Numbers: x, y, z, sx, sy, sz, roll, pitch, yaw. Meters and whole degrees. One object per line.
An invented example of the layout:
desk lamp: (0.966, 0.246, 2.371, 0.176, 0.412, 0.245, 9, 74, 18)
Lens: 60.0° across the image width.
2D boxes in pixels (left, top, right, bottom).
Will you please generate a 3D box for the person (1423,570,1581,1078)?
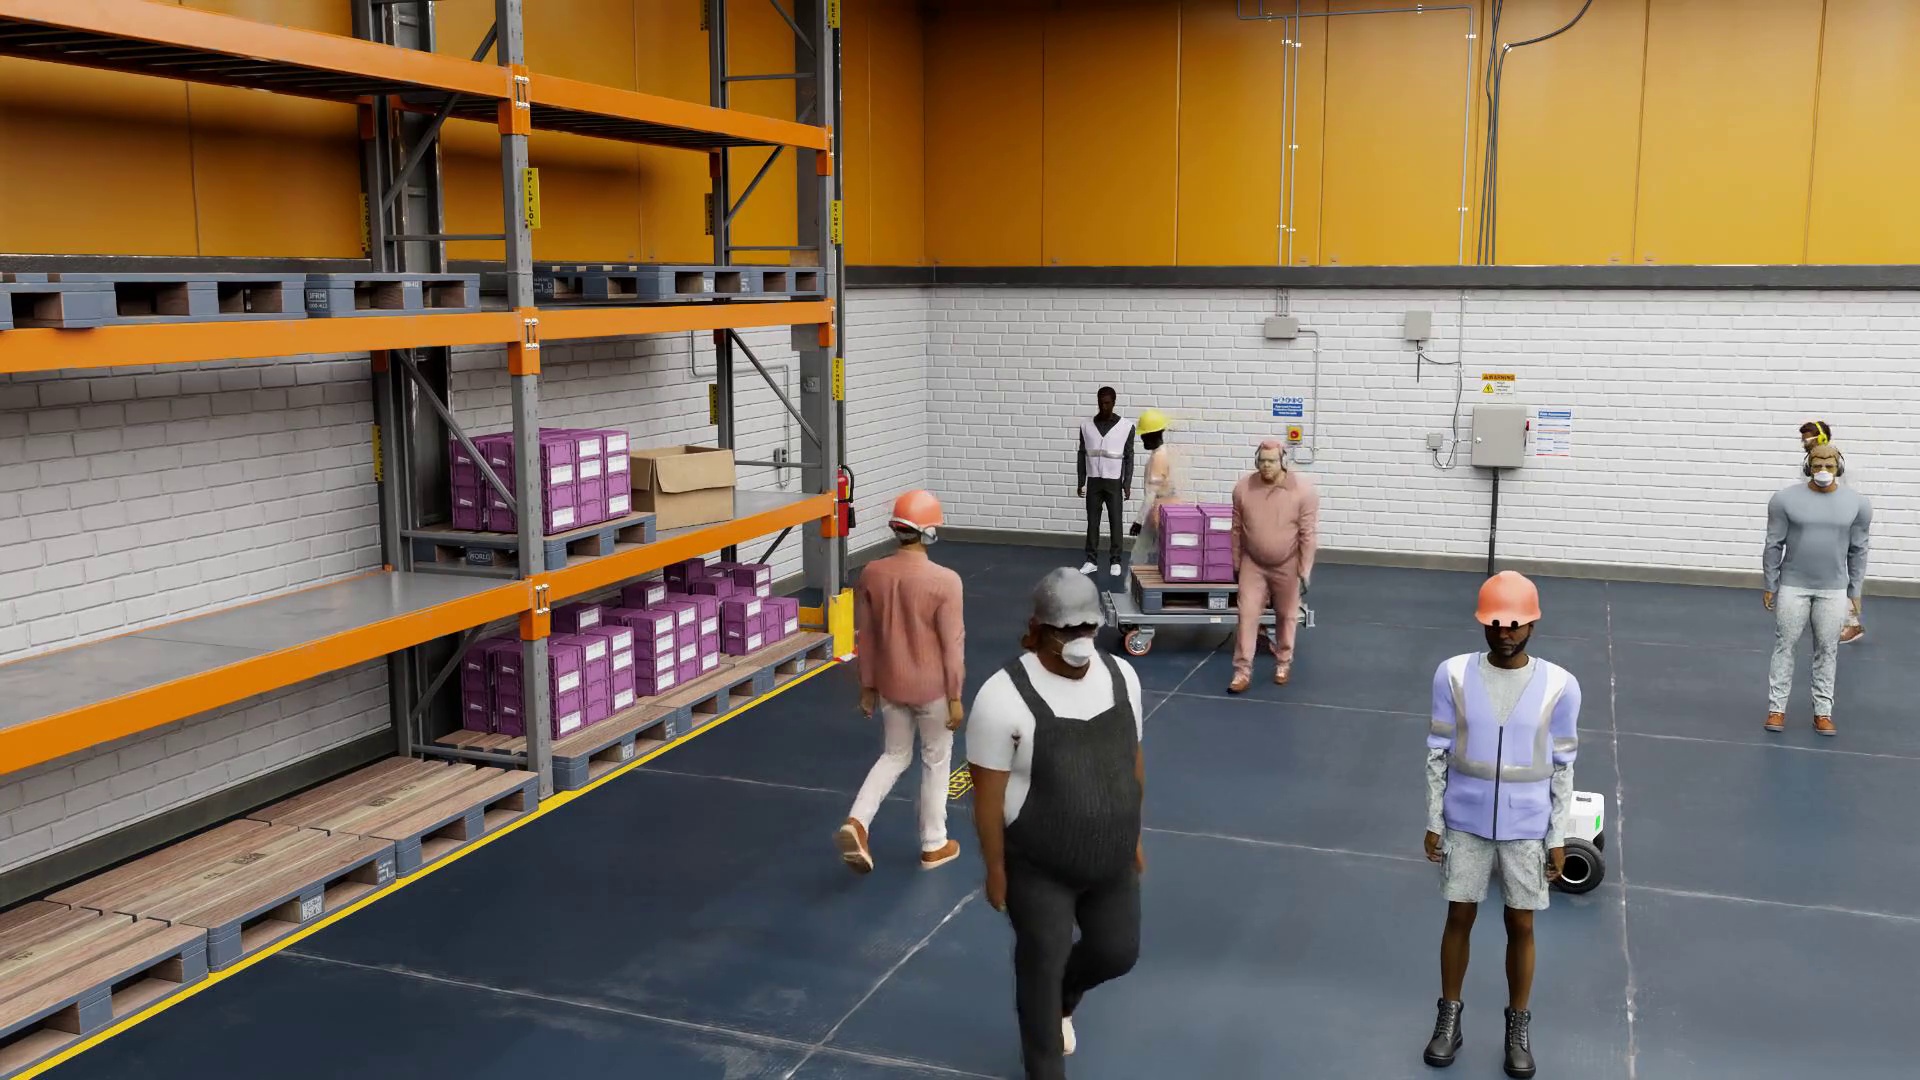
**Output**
person: (2.040, 1.070, 6.319, 0.545, 1.939, 0.354, 3, 10, 20)

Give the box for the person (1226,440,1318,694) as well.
person: (2.263, 0.193, 12.103, 0.651, 1.851, 0.922, 3, 10, 20)

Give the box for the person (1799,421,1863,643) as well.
person: (7.204, -0.076, 13.848, 0.453, 1.827, 0.571, -4, 10, -21)

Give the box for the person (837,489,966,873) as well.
person: (-0.274, 0.733, 8.330, 0.621, 1.974, 0.741, 6, 11, 33)

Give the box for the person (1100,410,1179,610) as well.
person: (1.774, -0.222, 14.702, 0.981, 1.866, 0.576, 0, 9, 3)

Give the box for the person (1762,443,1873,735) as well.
person: (5.649, 0.323, 11.009, 0.632, 1.940, 0.372, 3, 10, 20)

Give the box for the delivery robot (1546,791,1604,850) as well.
delivery robot: (2.870, 1.381, 8.403, 0.707, 0.478, 0.477, 3, 10, 20)

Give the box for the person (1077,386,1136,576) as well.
person: (1.475, -0.602, 16.873, 0.593, 1.922, 0.392, 3, 10, 20)

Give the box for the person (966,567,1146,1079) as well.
person: (0.366, 1.073, 5.978, 0.691, 2.000, 0.644, -5, 10, -27)
